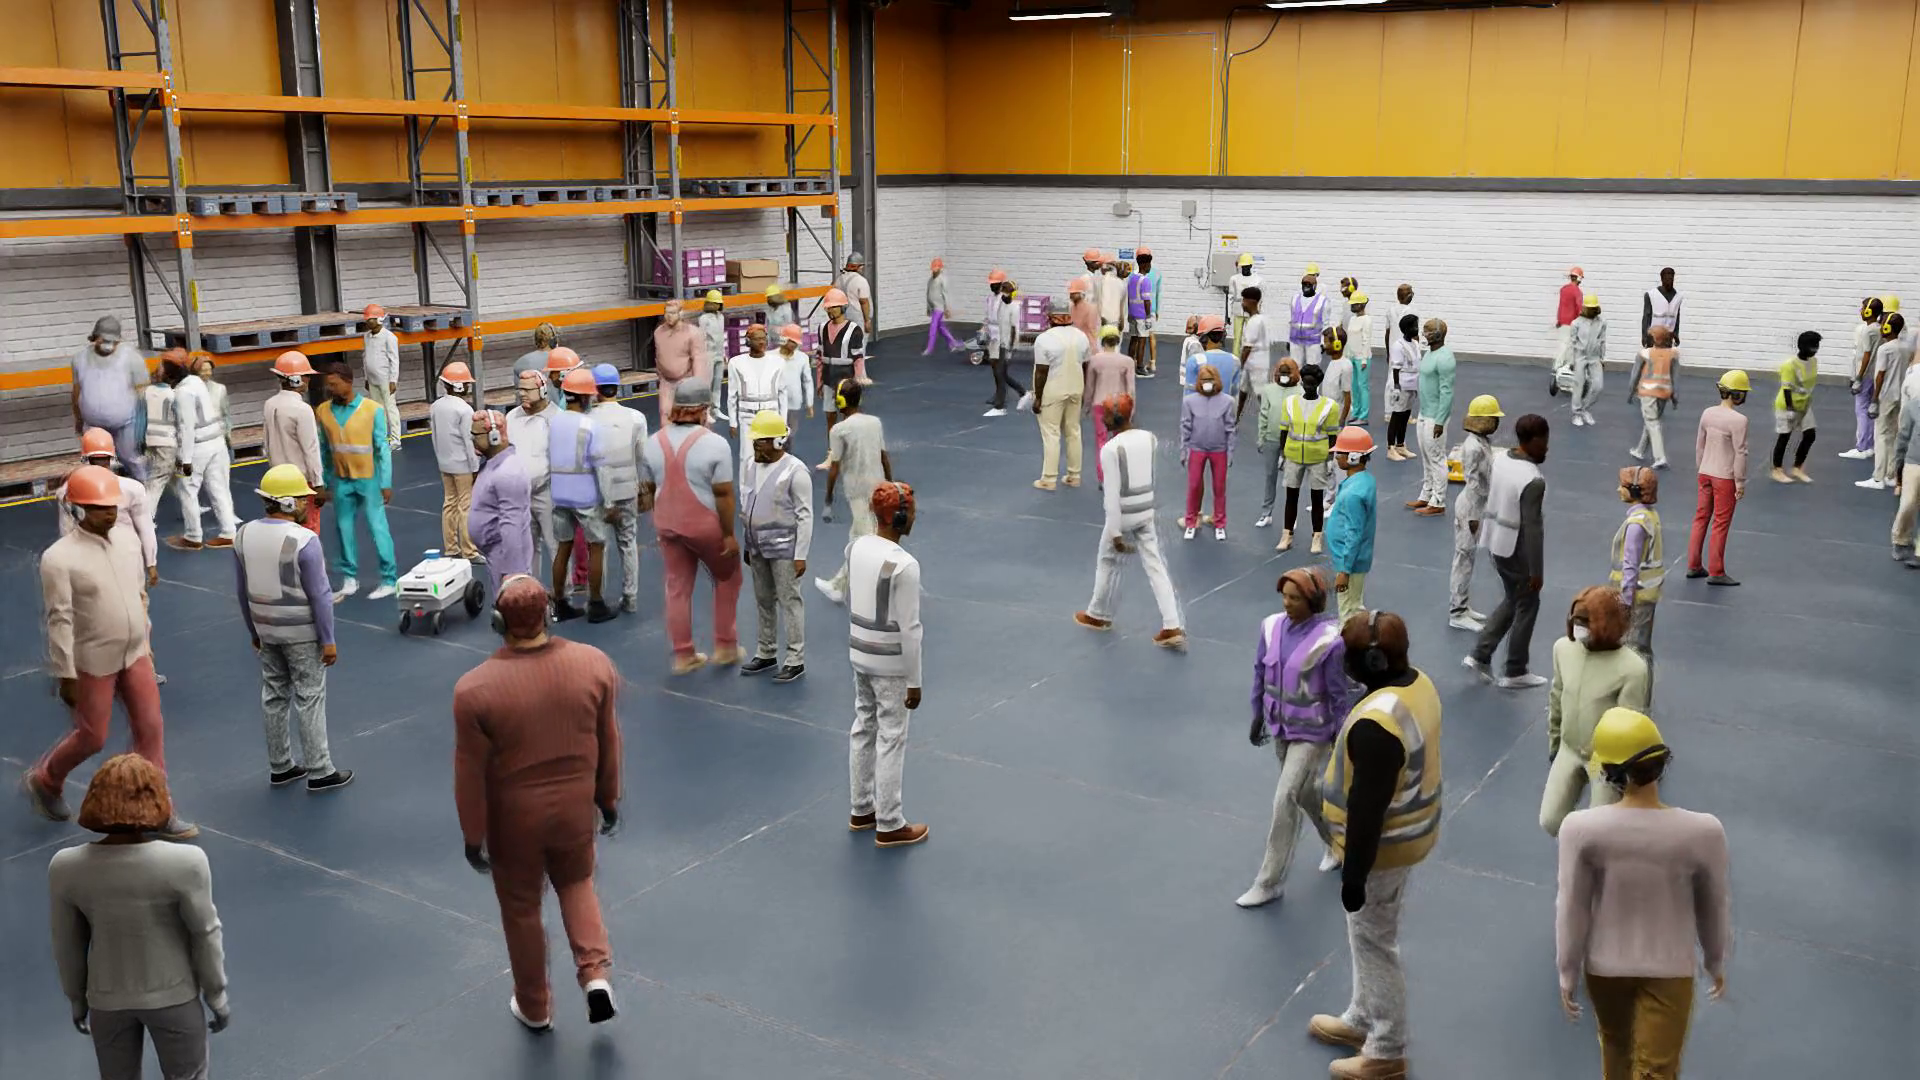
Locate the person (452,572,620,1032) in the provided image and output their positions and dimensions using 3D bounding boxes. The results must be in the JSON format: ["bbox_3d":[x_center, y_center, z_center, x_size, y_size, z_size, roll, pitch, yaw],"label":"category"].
[{"bbox_3d":[-1.645,1.060,6.521,0.663,1.895,0.513,-8,15,-32],"label":"person"}]

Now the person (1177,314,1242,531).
[{"bbox_3d":[2.327,-1.098,15.611,0.610,2.029,0.408,-7,15,-28],"label":"person"}]

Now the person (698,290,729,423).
[{"bbox_3d":[-3.250,-2.433,22.014,0.324,1.740,0.492,7,15,27],"label":"person"}]

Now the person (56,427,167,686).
[{"bbox_3d":[-5.517,0.137,10.833,0.572,1.753,0.325,-2,13,-9],"label":"person"}]

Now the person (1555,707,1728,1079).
[{"bbox_3d":[2.209,1.406,5.446,0.534,1.708,0.899,6,14,25],"label":"person"}]

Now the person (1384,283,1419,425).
[{"bbox_3d":[5.783,-2.423,21.746,0.345,1.847,0.507,-11,17,-39],"label":"person"}]

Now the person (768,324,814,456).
[{"bbox_3d":[-1.857,-1.459,17.841,0.592,1.712,0.576,-6,14,-25],"label":"person"}]

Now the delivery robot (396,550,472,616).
[{"bbox_3d":[-3.944,0.316,12.485,0.477,0.478,0.707,1,13,5],"label":"delivery robot"}]

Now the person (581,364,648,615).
[{"bbox_3d":[-2.660,-0.371,12.666,0.615,1.933,0.419,-9,16,-34],"label":"person"}]

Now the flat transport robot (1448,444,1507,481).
[{"bbox_3d":[5.748,-0.851,18.376,0.652,0.197,1.431,5,14,20],"label":"flat transport robot"}]

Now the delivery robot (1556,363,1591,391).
[{"bbox_3d":[9.039,-2.445,24.464,0.477,0.478,0.707,9,16,35],"label":"delivery robot"}]

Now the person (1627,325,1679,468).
[{"bbox_3d":[7.878,-1.632,18.870,0.526,1.599,0.882,-2,13,-8],"label":"person"}]

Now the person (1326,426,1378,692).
[{"bbox_3d":[2.547,0.121,10.909,0.325,1.752,0.563,4,14,16],"label":"person"}]

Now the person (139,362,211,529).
[{"bbox_3d":[-7.497,-0.906,15.722,0.540,1.587,0.843,6,14,26],"label":"person"}]

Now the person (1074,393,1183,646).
[{"bbox_3d":[1.231,-0.154,11.962,0.604,1.827,1.036,-9,16,-35],"label":"person"}]

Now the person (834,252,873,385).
[{"bbox_3d":[-1.598,-3.428,25.675,0.536,2.000,0.681,-12,18,-43],"label":"person"}]

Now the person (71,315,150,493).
[{"bbox_3d":[-8.271,-1.255,16.251,0.715,2.000,0.880,-2,13,-10],"label":"person"}]

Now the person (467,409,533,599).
[{"bbox_3d":[-2.949,0.102,10.689,0.395,1.900,0.647,-5,14,-22],"label":"person"}]

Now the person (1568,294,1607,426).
[{"bbox_3d":[8.162,-2.336,21.628,0.507,1.721,0.430,-1,13,-2],"label":"person"}]

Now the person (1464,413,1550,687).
[{"bbox_3d":[3.652,0.086,10.798,0.502,1.869,0.625,-2,13,-9],"label":"person"}]

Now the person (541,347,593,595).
[{"bbox_3d":[-3.108,-0.553,13.335,0.402,1.986,0.611,0,13,-1],"label":"person"}]

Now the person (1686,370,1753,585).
[{"bbox_3d":[6.259,-0.515,13.644,0.326,1.765,0.533,-3,13,-14],"label":"person"}]

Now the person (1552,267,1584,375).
[{"bbox_3d":[9.831,-3.502,26.659,0.648,1.725,0.603,0,13,-2],"label":"person"}]

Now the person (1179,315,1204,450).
[{"bbox_3d":[2.749,-1.839,19.686,0.311,1.632,0.515,0,13,1],"label":"person"}]

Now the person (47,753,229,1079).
[{"bbox_3d":[-2.597,1.472,5.316,0.502,1.631,0.284,-1,13,-4],"label":"person"}]

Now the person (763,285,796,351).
[{"bbox_3d":[-2.589,-2.700,23.274,0.896,1.688,0.496,-12,18,-42],"label":"person"}]

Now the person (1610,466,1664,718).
[{"bbox_3d":[4.116,0.359,10.157,0.322,1.632,0.521,7,15,29],"label":"person"}]

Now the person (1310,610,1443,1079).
[{"bbox_3d":[1.555,1.152,6.286,0.470,1.830,0.649,7,15,28],"label":"person"}]

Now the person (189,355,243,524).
[{"bbox_3d":[-7.186,-0.948,15.826,0.506,1.626,0.539,10,16,36],"label":"person"}]

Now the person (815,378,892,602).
[{"bbox_3d":[-0.825,-0.331,12.734,0.973,1.810,0.532,10,17,38],"label":"person"}]

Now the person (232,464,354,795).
[{"bbox_3d":[-3.664,0.489,9.147,0.600,1.827,0.403,5,14,23],"label":"person"}]

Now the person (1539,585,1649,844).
[{"bbox_3d":[2.835,0.985,7.457,0.366,1.614,0.524,-9,16,-34],"label":"person"}]

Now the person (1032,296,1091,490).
[{"bbox_3d":[1.011,-1.556,17.554,0.684,2.000,0.535,-8,15,-32],"label":"person"}]

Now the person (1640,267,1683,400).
[{"bbox_3d":[10.079,-2.969,23.952,0.597,1.916,0.371,-3,13,-11],"label":"person"}]

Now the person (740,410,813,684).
[{"bbox_3d":[-1.248,0.041,11.083,0.601,1.830,0.404,11,17,40],"label":"person"}]

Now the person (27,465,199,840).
[{"bbox_3d":[-4.415,0.578,8.479,0.868,1.966,0.628,4,14,18],"label":"person"}]

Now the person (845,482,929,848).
[{"bbox_3d":[-0.375,0.630,8.437,0.349,1.879,0.582,-10,16,-36],"label":"person"}]

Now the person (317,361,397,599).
[{"bbox_3d":[-4.784,-0.484,13.223,0.643,1.904,0.426,3,13,14],"label":"person"}]

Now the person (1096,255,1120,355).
[{"bbox_3d":[2.324,-3.502,26.227,0.504,1.940,0.700,7,15,27],"label":"person"}]
